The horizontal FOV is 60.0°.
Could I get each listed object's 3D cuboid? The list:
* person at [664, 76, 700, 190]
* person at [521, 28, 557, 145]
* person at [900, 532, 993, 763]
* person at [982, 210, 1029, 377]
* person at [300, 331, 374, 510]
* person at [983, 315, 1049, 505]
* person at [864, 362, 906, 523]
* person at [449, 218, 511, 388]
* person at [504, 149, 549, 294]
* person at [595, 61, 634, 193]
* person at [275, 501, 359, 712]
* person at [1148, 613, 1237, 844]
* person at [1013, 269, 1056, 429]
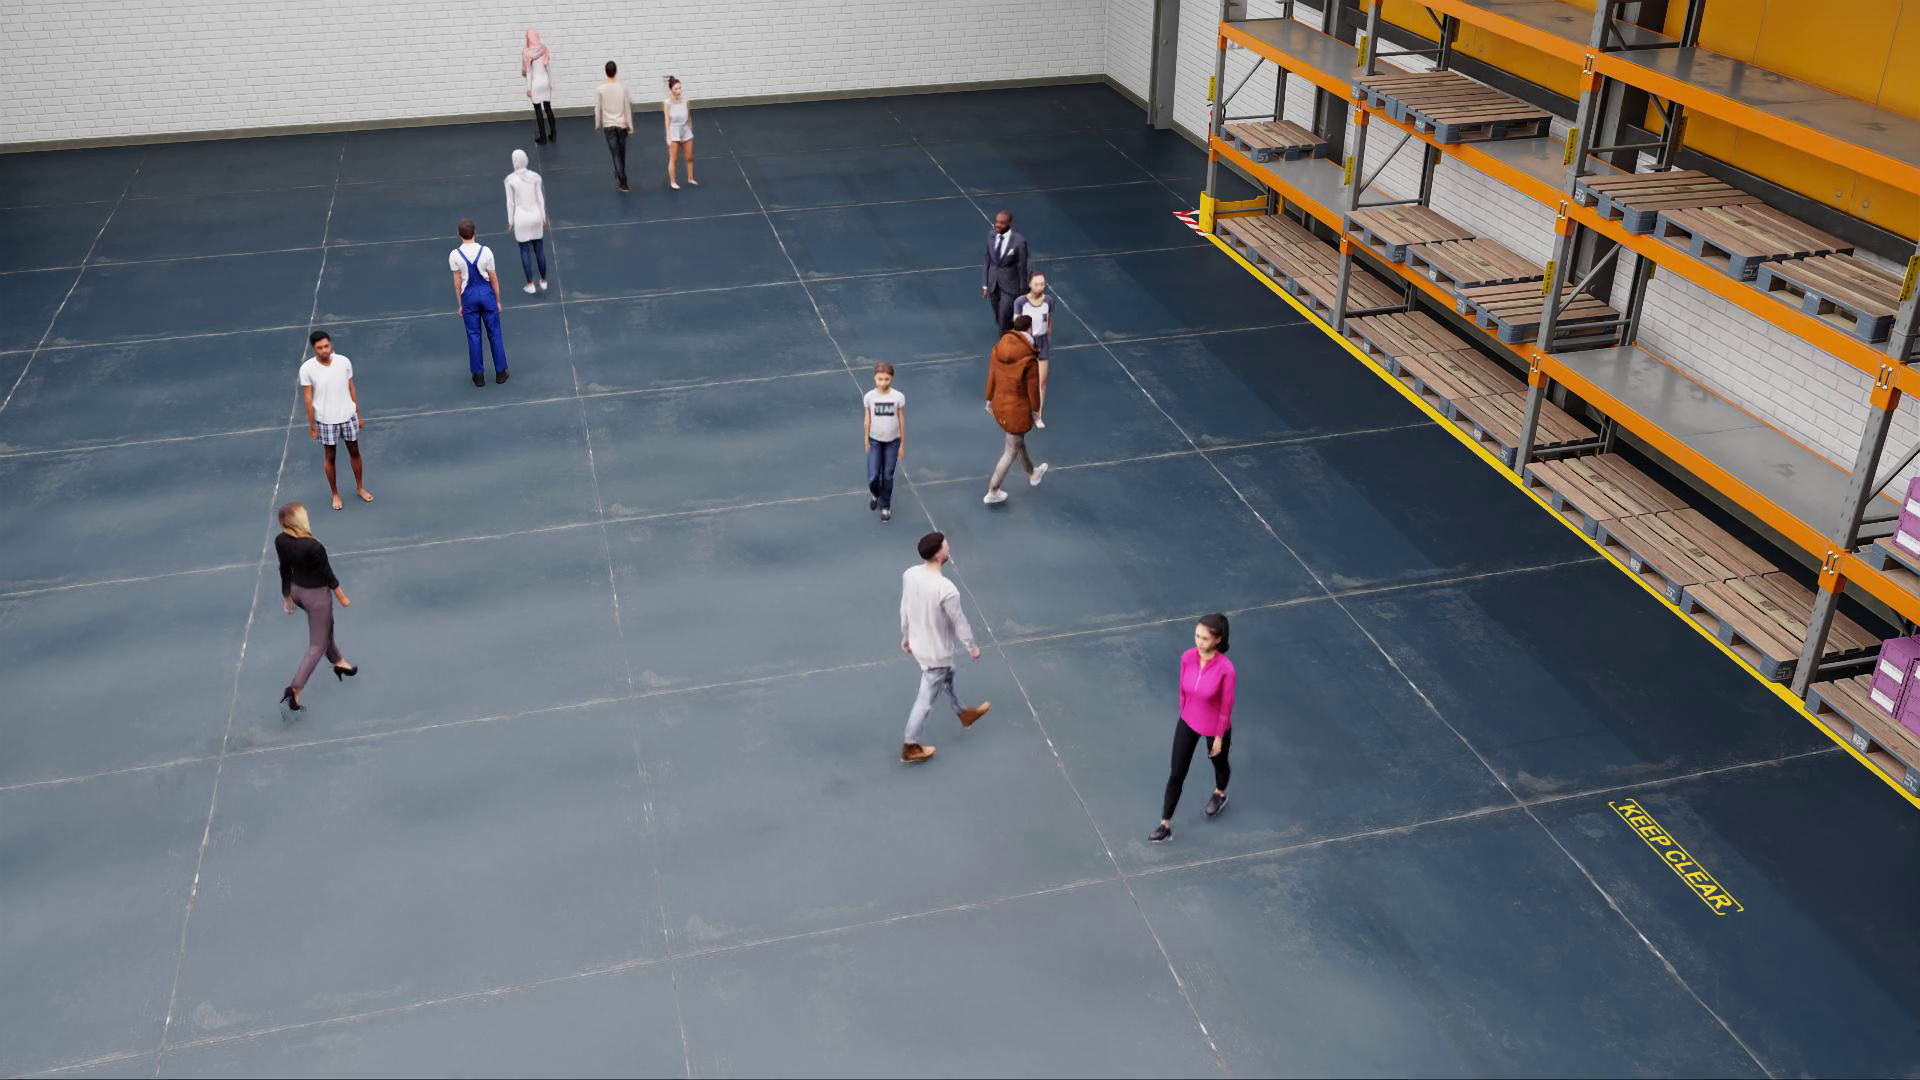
[{"bbox_3d":[-4.164,-5.994,24.485,0.664,1.614,0.648,-23,36,-35],"label":"person"},{"bbox_3d":[-6.735,-7.270,26.628,0.732,1.803,0.748,-25,38,-38],"label":"person"},{"bbox_3d":[-0.249,0.808,11.824,0.997,1.798,1.131,-19,34,-31],"label":"person"},{"bbox_3d":[0.535,-2.784,18.413,1.192,1.795,1.200,19,34,31],"label":"person"},{"bbox_3d":[-5.811,-1.149,15.481,0.712,1.732,0.658,-20,34,-32],"label":"person"},{"bbox_3d":[0.435,-1.148,15.432,1.064,1.777,1.161,-23,36,-36],"label":"person"},{"bbox_3d":[-0.693,-0.944,15.292,0.592,1.553,0.673,0,29,-1],"label":"person"},{"bbox_3d":[-5.207,-2.575,17.974,0.616,1.848,0.548,-8,30,-14],"label":"person"},{"bbox_3d":[-5.341,-3.941,20.546,0.674,1.783,0.654,-14,32,-24],"label":"person"},{"bbox_3d":[-5.008,-5.982,24.250,0.754,1.818,1.146,-11,31,-20],"label":"person"},{"bbox_3d":[-4.932,0.523,12.512,1.009,1.640,1.070,15,32,26],"label":"person"},{"bbox_3d":[1.703,1.225,11.207,1.077,1.657,1.102,17,33,29],"label":"person"},{"bbox_3d":[0.716,-1.996,17.137,0.636,1.632,0.910,-6,29,-10],"label":"person"}]
